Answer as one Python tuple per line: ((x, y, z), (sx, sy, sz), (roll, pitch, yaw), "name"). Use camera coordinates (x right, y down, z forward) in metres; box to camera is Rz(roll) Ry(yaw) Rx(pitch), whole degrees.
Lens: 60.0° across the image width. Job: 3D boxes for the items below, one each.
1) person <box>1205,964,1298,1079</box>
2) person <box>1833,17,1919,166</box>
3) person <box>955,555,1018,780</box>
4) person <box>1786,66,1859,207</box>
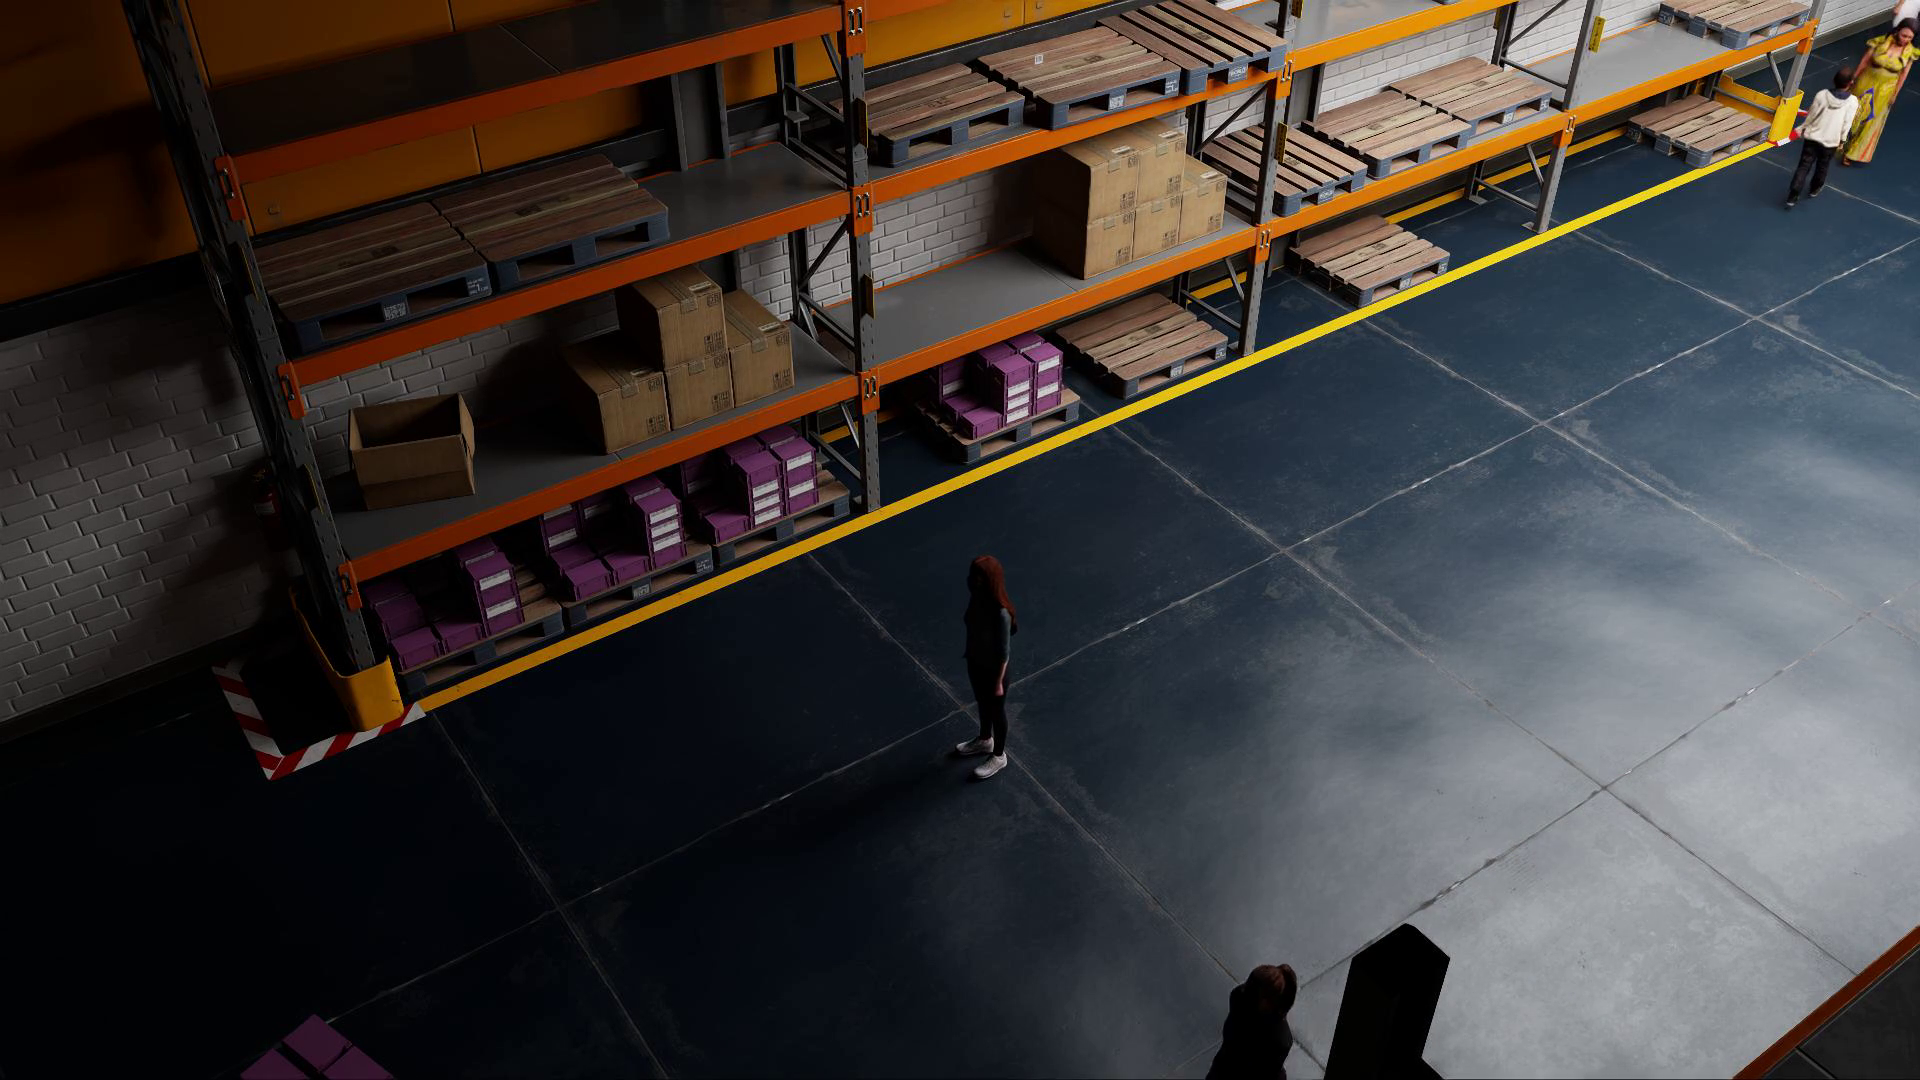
((1.488, 2.665, 8.200), (1.173, 1.668, 0.643), (-21, 43, -24), "person")
((9.652, -4.770, 17.538), (0.994, 1.632, 1.052), (16, 41, 19), "person")
((0.174, 0.790, 10.488), (0.581, 1.743, 0.626), (-16, 41, -20), "person")
((8.687, -4.042, 16.790), (0.798, 1.428, 0.981), (24, 44, 27), "person")
